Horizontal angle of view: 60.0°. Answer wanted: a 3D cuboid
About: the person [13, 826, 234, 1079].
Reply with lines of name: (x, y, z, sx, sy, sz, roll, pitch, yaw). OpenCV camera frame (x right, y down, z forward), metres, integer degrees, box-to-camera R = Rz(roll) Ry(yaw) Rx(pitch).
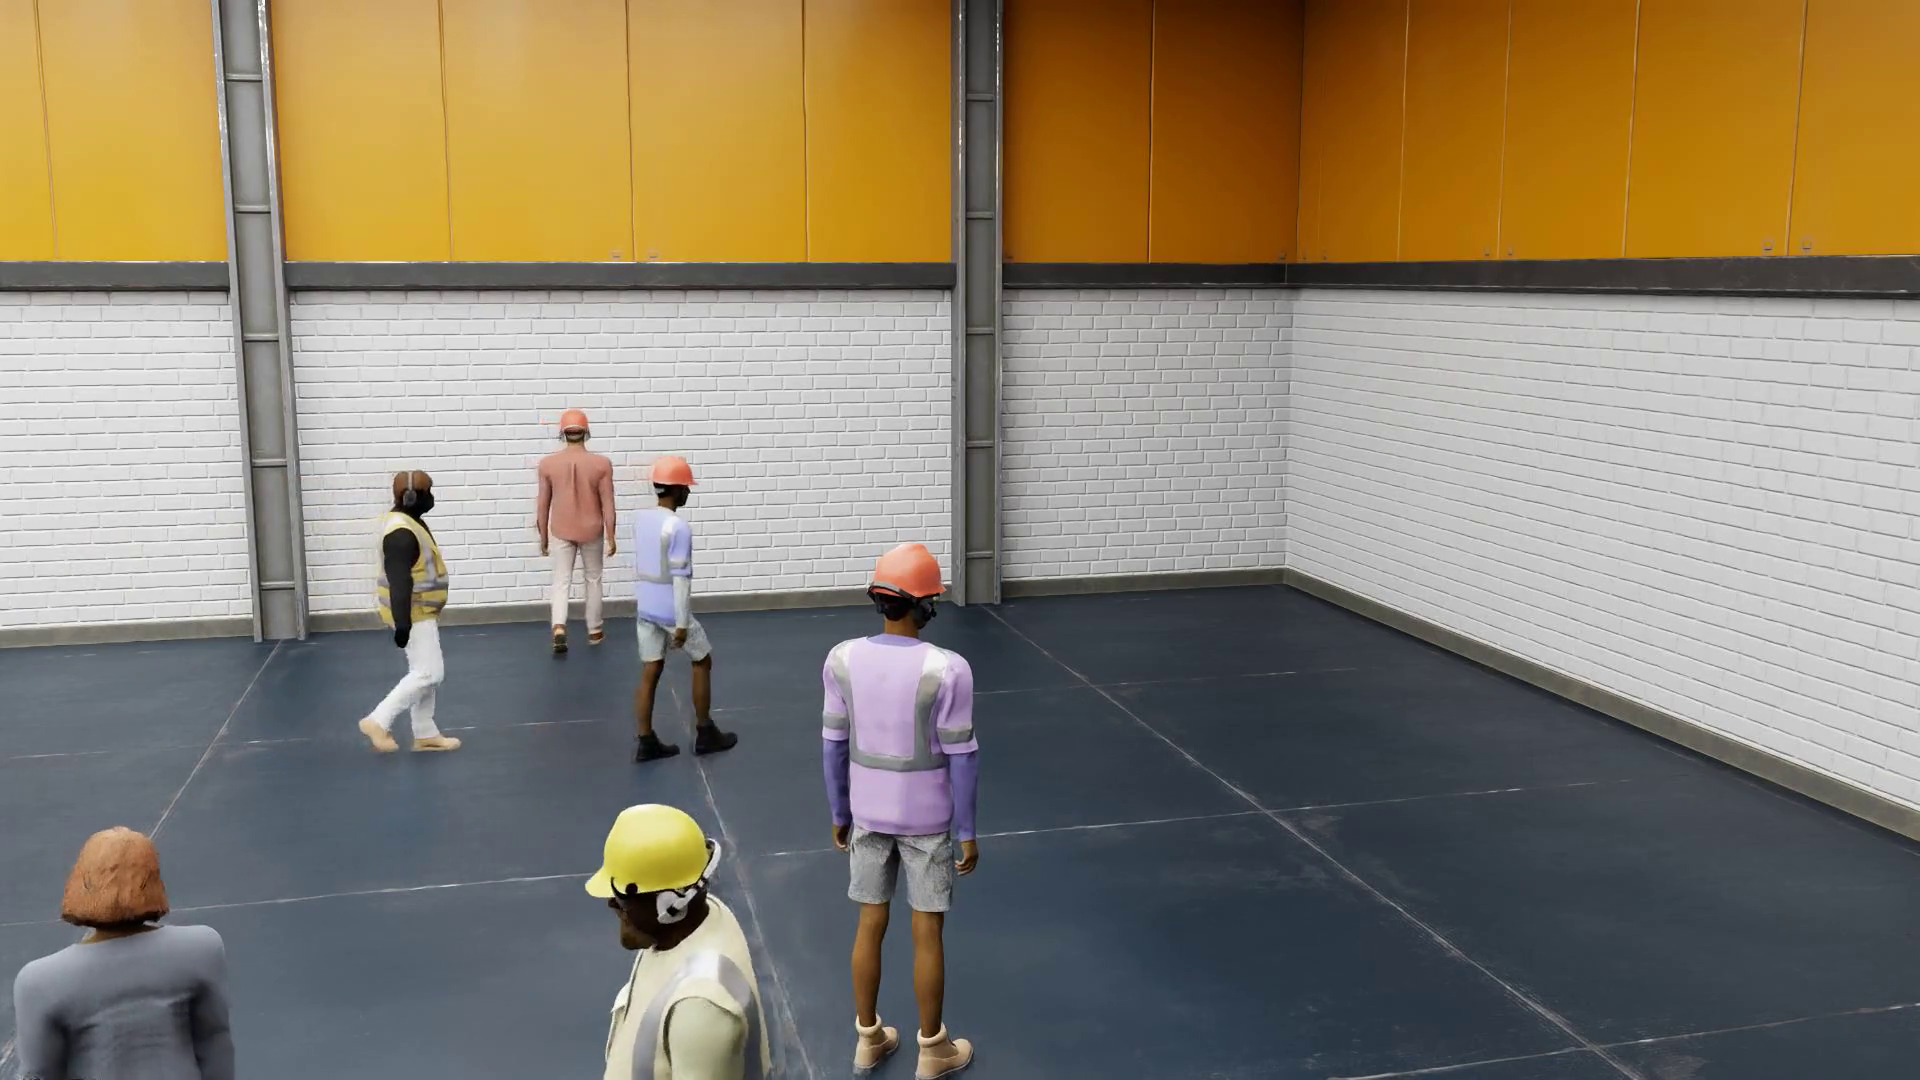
person: (-2.130, 1.541, 4.297, 0.505, 1.631, 0.270, -7, 11, -37)

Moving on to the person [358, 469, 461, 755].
person: (-3.455, 0.463, 10.426, 0.508, 1.823, 0.631, -2, 9, -15)

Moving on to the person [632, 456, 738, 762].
person: (-1.743, 0.422, 10.436, 0.547, 1.911, 0.786, 8, 12, 41)

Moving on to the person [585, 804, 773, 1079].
person: (-0.677, 1.497, 4.014, 0.450, 1.807, 0.605, -2, 9, -13)

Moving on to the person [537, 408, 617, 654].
person: (-3.070, -0.077, 13.342, 0.633, 1.971, 0.842, -1, 9, -4)

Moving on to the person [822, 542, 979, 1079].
person: (-0.204, 1.021, 6.261, 0.615, 2.041, 0.387, 4, 10, 24)
